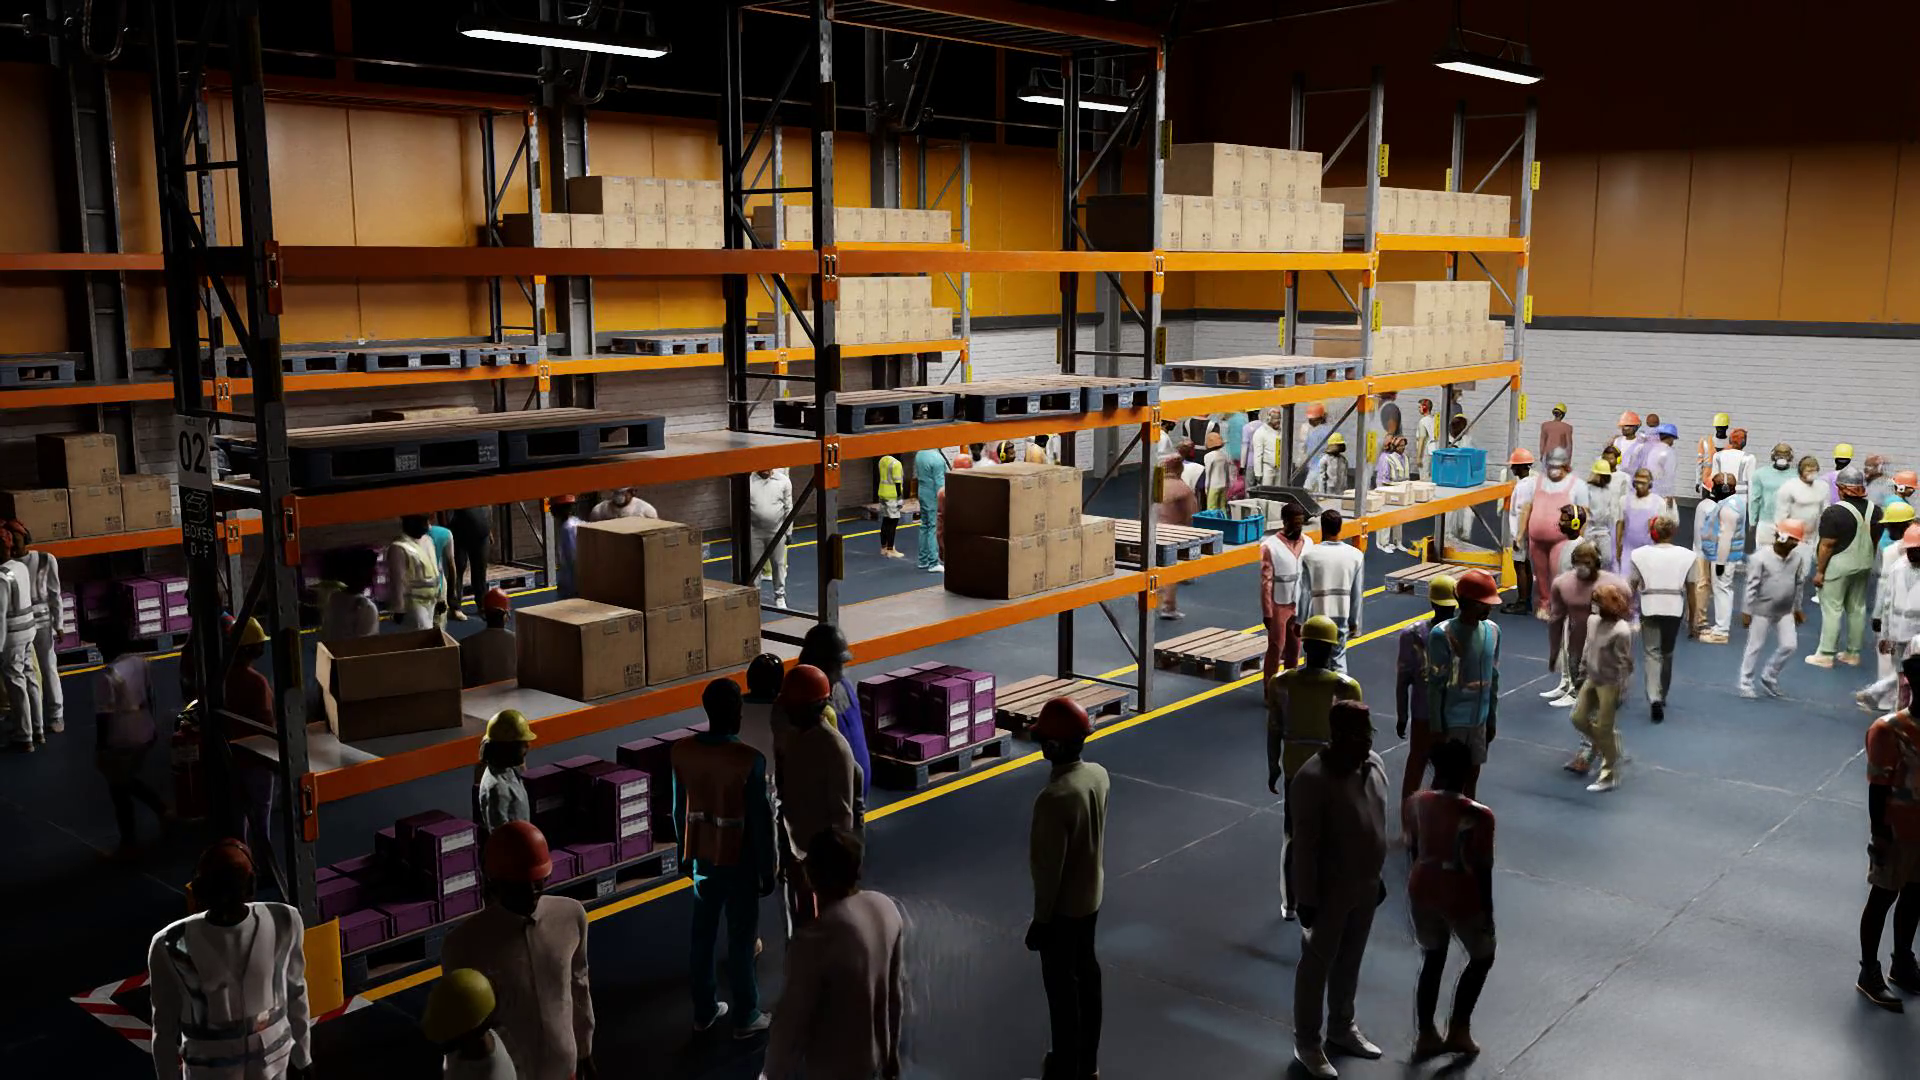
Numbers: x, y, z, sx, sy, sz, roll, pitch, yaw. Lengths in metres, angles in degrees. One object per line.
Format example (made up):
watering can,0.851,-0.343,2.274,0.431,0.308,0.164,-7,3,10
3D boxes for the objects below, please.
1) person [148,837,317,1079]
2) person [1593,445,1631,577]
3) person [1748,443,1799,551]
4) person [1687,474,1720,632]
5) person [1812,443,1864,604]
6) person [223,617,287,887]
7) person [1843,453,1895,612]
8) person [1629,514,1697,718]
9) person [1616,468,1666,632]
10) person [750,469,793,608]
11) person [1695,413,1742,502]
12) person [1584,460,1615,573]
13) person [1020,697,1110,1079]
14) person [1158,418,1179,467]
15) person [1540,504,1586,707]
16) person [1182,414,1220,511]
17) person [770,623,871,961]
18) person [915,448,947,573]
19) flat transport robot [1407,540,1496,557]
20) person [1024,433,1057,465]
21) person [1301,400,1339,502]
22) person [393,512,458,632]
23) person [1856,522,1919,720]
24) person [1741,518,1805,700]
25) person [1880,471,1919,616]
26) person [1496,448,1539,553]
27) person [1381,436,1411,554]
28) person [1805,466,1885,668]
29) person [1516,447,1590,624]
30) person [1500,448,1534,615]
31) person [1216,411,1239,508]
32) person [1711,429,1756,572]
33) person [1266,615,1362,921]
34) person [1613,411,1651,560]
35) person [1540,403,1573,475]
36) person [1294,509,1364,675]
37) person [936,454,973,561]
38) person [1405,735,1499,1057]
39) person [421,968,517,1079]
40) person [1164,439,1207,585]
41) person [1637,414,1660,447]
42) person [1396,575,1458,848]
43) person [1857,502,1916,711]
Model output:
person,-2.800,2.061,6.449,0.579,1.881,0.342,-7,12,-38
person,7.800,-0.214,20.072,0.328,1.873,0.512,-8,12,-39
person,9.739,-0.203,19.837,0.629,1.931,0.377,4,10,25
person,8.259,0.140,18.307,0.343,1.749,0.571,2,10,11
person,10.402,-0.183,19.713,0.587,1.928,0.363,3,10,16
person,-4.622,1.378,10.873,0.523,1.769,0.316,7,12,35
person,10.569,-0.076,19.226,0.791,1.887,0.656,-2,10,-14
person,6.305,0.679,14.959,0.577,1.805,0.881,2,10,14
person,7.414,0.125,18.173,0.507,1.829,0.530,5,11,28
person,-2.262,-0.109,19.362,0.644,1.900,0.399,-1,10,-7
person,10.786,-0.847,23.682,0.584,1.928,0.367,5,11,27
person,7.612,-0.114,19.941,0.506,1.716,0.443,-3,10,-15
person,0.507,1.734,8.068,0.377,1.995,0.608,5,11,29
person,3.004,-0.959,24.363,0.389,1.925,0.549,1,10,5
person,5.570,0.597,15.230,0.316,1.870,0.532,1,10,5
person,3.691,-1.192,25.439,0.619,2.028,0.409,6,11,31
person,-0.776,1.455,9.600,0.535,2.000,0.687,6,11,31
person,-0.343,-0.527,21.866,0.399,1.899,0.646,-4,11,-25
flat transport robot,6.696,0.190,22.421,0.652,0.197,1.431,-3,10,-16
person,1.381,-1.509,28.200,0.586,1.743,0.364,-3,10,-18
person,5.629,-1.234,26.041,0.593,1.908,0.407,1,10,4
person,-5.152,0.491,16.022,0.557,1.810,0.822,-1,10,-3
person,8.109,0.755,14.284,0.524,1.871,0.596,7,12,37
person,7.531,0.641,15.407,0.638,1.715,0.408,-2,10,-12
person,10.554,0.077,18.727,0.354,1.737,0.578,5,11,27
person,7.348,-0.400,21.922,0.520,1.619,0.293,2,10,12
person,6.107,-0.637,23.283,0.520,1.640,0.307,-6,11,-33
person,8.853,0.261,16.729,0.693,2.000,0.536,-3,10,-16
person,6.619,-0.068,18.691,0.706,2.000,0.788,9,13,41
person,6.468,-0.098,19.216,0.389,1.929,0.548,5,11,29
person,4.435,-1.369,27.389,0.490,1.732,0.323,3,10,18
person,10.177,-0.528,21.905,0.337,1.882,0.584,-8,12,-39
person,2.176,1.412,10.222,0.585,1.917,0.380,4,10,23
person,9.068,-0.732,22.647,0.381,2.045,0.605,-5,11,-26
person,9.826,-1.388,27.428,0.535,1.755,0.342,8,12,38
person,3.244,0.683,14.627,0.598,1.906,0.404,-2,10,-12
person,0.045,0.036,18.245,0.614,1.987,0.408,0,10,-1
person,2.506,1.823,8.477,0.399,1.671,0.564,-7,12,-34
person,-1.588,2.248,5.861,0.835,1.709,0.593,-5,11,-29
person,2.823,-0.346,20.960,0.583,1.841,0.395,4,10,25
person,11.106,-1.214,26.729,0.514,1.639,0.310,1,10,7
person,3.323,1.187,11.539,0.594,1.924,0.379,-1,10,-5
person,8.496,0.604,15.074,0.618,1.907,0.407,-6,11,-30
